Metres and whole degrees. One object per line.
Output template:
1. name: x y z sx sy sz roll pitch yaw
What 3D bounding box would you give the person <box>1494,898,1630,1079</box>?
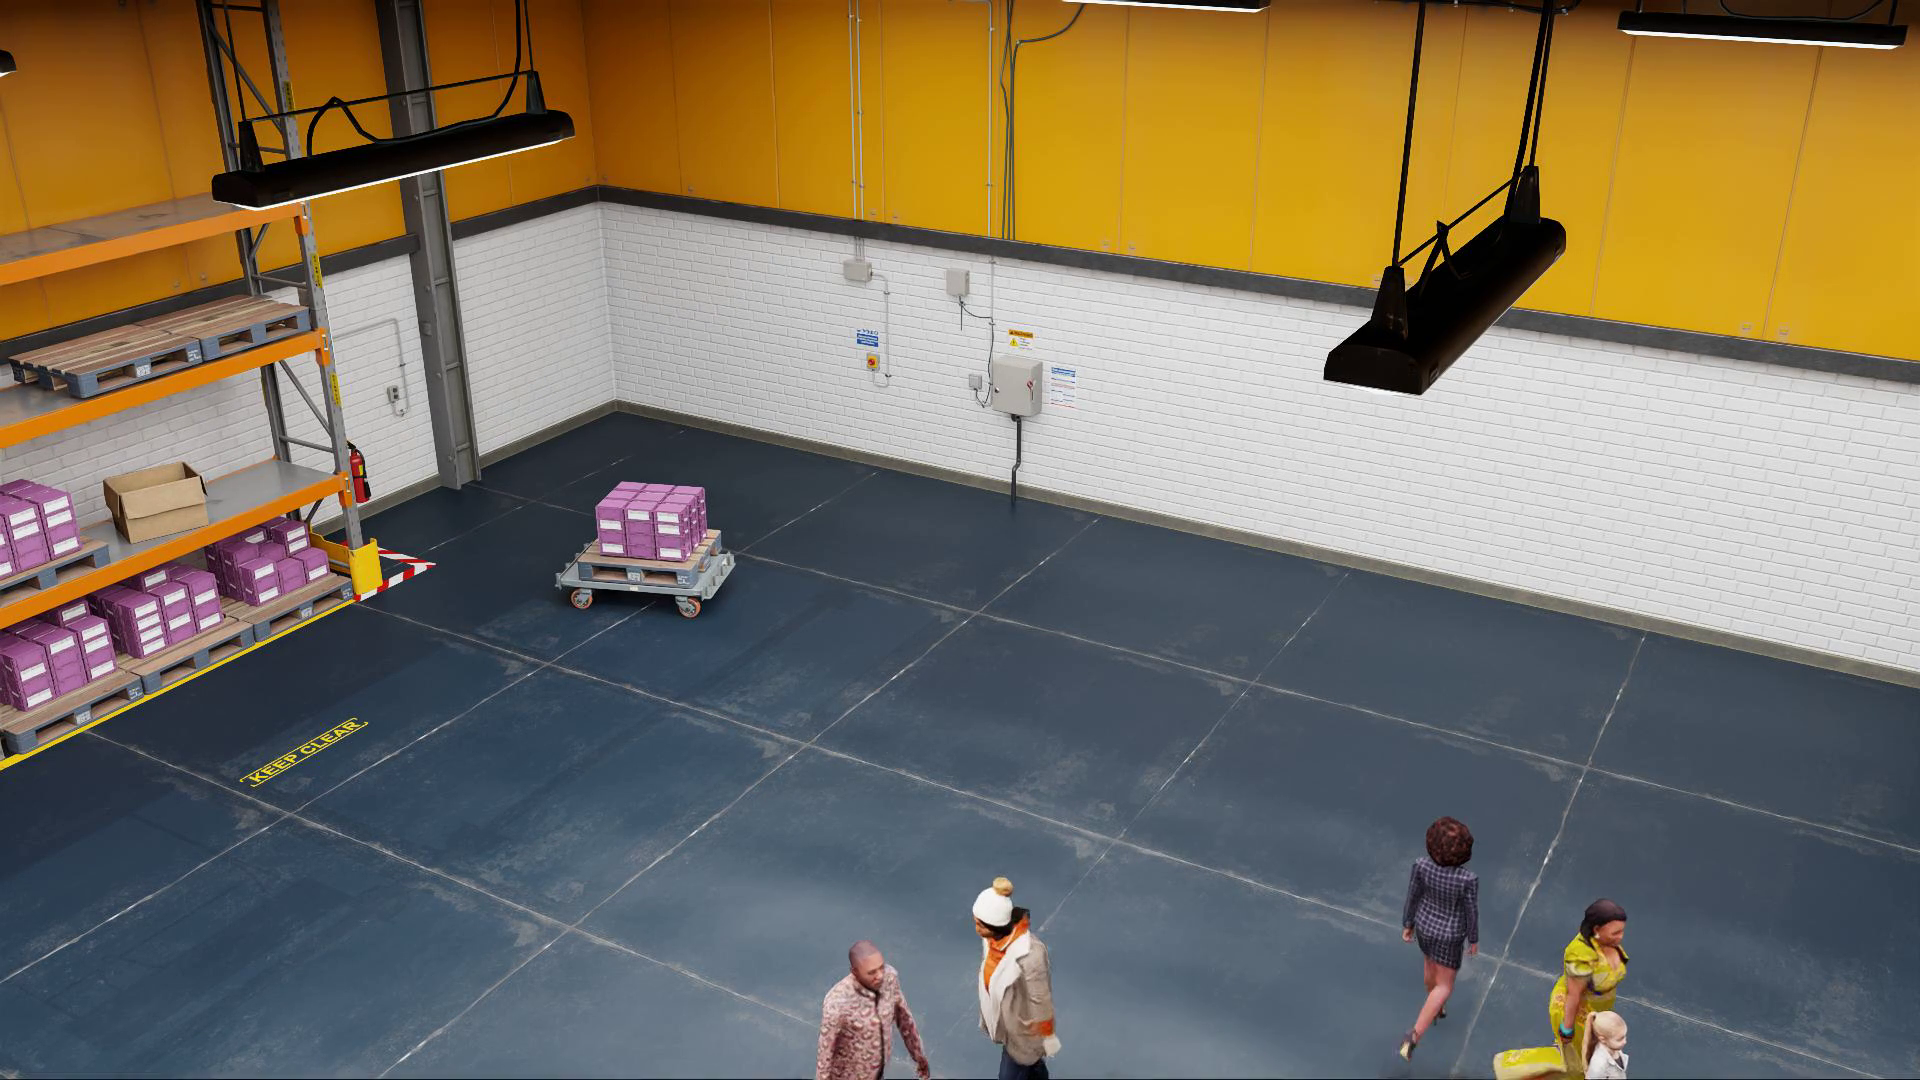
1. person: 3.667 2.826 10.025 0.867 1.642 0.906 19 30 36

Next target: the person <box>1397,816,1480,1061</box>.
1. person: 3.029 2.563 10.589 0.754 1.673 1.068 19 30 37

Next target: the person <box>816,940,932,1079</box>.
1. person: -0.623 2.969 9.528 0.884 1.779 0.976 18 29 35

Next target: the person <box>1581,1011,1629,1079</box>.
1. person: 3.658 3.239 9.539 0.591 1.275 0.484 17 29 34

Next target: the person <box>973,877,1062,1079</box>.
1. person: 0.457 2.770 9.870 1.053 1.871 0.985 -13 27 -28
